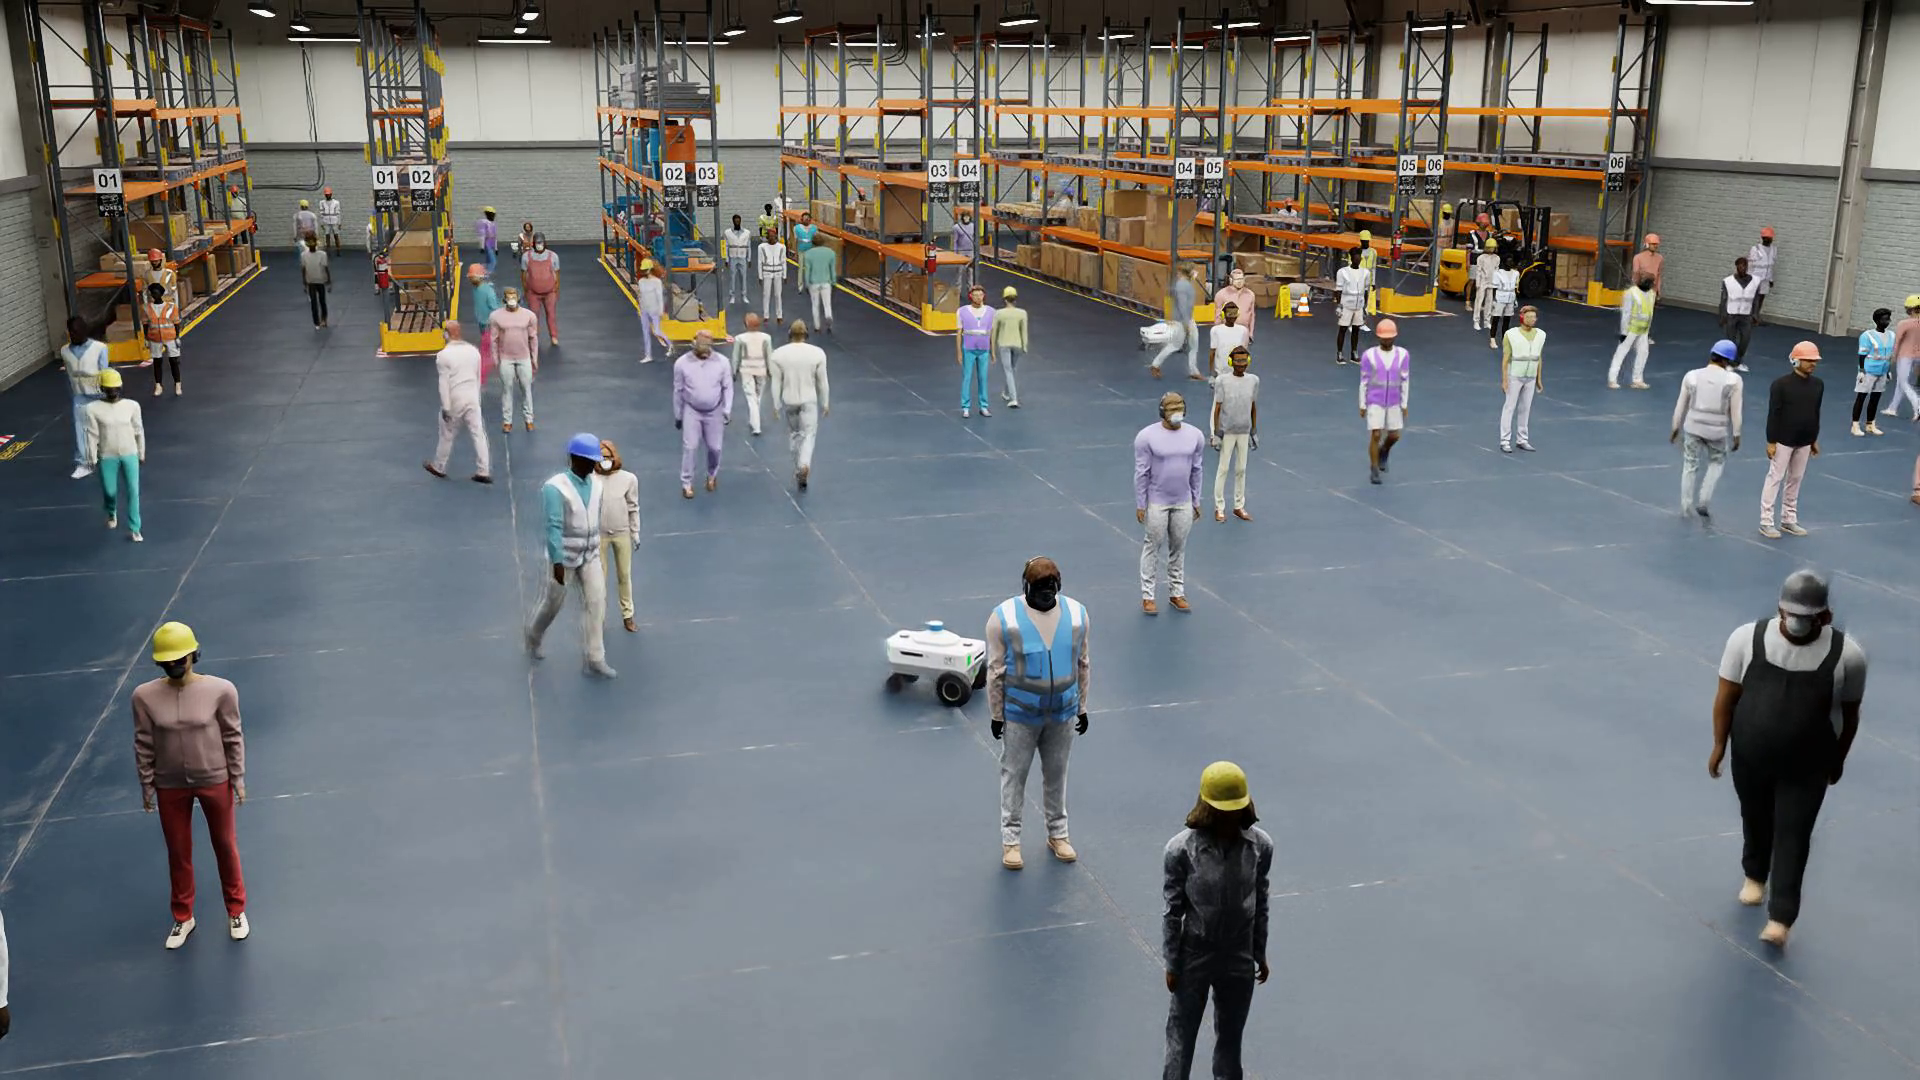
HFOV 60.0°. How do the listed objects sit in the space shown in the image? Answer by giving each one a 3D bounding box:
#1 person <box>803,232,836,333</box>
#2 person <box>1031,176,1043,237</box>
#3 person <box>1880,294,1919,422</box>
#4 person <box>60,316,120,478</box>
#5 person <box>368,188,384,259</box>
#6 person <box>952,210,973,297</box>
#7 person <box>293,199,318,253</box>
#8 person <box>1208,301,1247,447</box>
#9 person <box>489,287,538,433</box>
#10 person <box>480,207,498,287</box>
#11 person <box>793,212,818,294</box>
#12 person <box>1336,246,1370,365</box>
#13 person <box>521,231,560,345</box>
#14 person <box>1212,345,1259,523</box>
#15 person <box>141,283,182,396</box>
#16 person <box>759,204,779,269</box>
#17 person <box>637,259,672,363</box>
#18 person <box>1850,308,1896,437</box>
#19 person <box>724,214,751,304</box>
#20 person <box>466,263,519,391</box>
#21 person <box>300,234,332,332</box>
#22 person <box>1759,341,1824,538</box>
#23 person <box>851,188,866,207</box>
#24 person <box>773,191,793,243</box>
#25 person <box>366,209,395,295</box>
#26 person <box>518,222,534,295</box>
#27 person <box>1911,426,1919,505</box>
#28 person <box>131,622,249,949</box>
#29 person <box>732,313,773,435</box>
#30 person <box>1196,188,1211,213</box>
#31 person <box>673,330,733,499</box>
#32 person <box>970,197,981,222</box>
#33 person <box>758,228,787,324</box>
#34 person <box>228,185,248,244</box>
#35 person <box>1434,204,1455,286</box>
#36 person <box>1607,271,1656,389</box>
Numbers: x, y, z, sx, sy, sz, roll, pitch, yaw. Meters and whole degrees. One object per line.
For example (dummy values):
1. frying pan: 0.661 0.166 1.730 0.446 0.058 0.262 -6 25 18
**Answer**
1. person: -2.635 -4.831 31.336 0.642 1.927 0.645 -4 15 -15
2. person: 2.441 -10.714 53.429 0.605 1.948 0.391 -4 15 -15
3. person: 13.154 -2.518 22.998 0.532 1.736 0.808 -4 15 -16
4. person: -10.345 -1.742 19.801 0.589 1.882 0.967 0 15 0
5. person: -16.120 -8.721 45.896 0.657 1.957 0.936 11 18 35
6. person: 0.130 -6.408 37.246 0.630 1.940 0.372 -4 15 -15
7. person: -16.979 -7.931 43.204 0.607 1.818 0.611 -10 18 -33
8. person: 3.420 -2.113 21.218 0.515 1.872 0.328 -4 15 -15
9. person: -5.928 -2.400 22.165 0.630 1.940 0.372 -4 15 -15
10. person: -11.135 -6.911 39.269 0.445 1.864 0.682 -1 15 -5
11. person: -3.515 -6.560 37.986 0.565 1.849 0.389 -4 15 -15
12. person: 6.569 -3.925 27.849 0.607 1.966 0.367 -4 15 -15
13. person: -7.542 -4.533 29.995 0.682 2.000 0.537 -4 15 -15
14. person: 2.903 -1.118 17.473 0.515 1.872 0.328 -4 15 -15
15. person: -11.931 -2.999 24.882 0.536 1.697 0.318 -4 15 -15
16. person: -4.984 -7.921 43.404 0.536 1.697 0.318 -4 15 -15
17. person: -5.189 -3.889 28.139 0.532 1.754 0.579 9 17 30
18. person: 12.045 -2.209 21.910 0.536 1.697 0.318 -4 15 -15
19. person: -4.829 -6.108 36.157 0.590 1.919 0.391 -4 15 -15
20. person: -7.137 -3.275 25.459 0.990 1.951 0.627 -11 19 -36
21. person: -12.386 -4.969 32.024 0.521 1.847 0.841 -5 16 -17
22. person: 8.440 -1.018 16.852 0.612 1.997 0.375 -4 15 -15
23. person: -2.670 -8.558 45.229 0.612 1.995 0.382 -4 15 -15
24. person: -5.204 -9.466 48.956 0.591 1.833 0.403 -4 15 -15
25. person: -13.133 -6.545 37.744 0.605 1.948 0.391 -4 15 -15
26. person: -9.771 -6.399 37.786 0.515 1.641 0.309 -4 15 -15
27. person: 10.780 -1.307 18.157 0.687 1.895 0.402 -6 16 -22
28. person: -4.003 1.270 8.684 0.526 1.768 0.315 -4 15 -15
29. person: -2.761 -2.219 22.142 0.528 1.595 0.847 -6 16 -21
30. person: 6.888 -9.199 47.540 0.608 2.048 0.370 -4 15 -15
31. person: -2.875 -1.421 18.590 0.660 1.879 0.551 -4 16 -16
32. person: 0.497 -9.558 49.753 0.710 1.588 0.563 12 19 37
33. person: -3.696 -5.198 32.799 0.575 1.883 0.355 -4 15 -15
34. person: -20.322 -8.970 46.779 0.612 1.995 0.382 -4 15 -15
35. person: 11.487 -6.994 39.473 0.588 1.927 0.370 -4 15 -15
36. person: 10.342 -3.208 25.456 0.705 1.804 0.672 -10 18 -34
